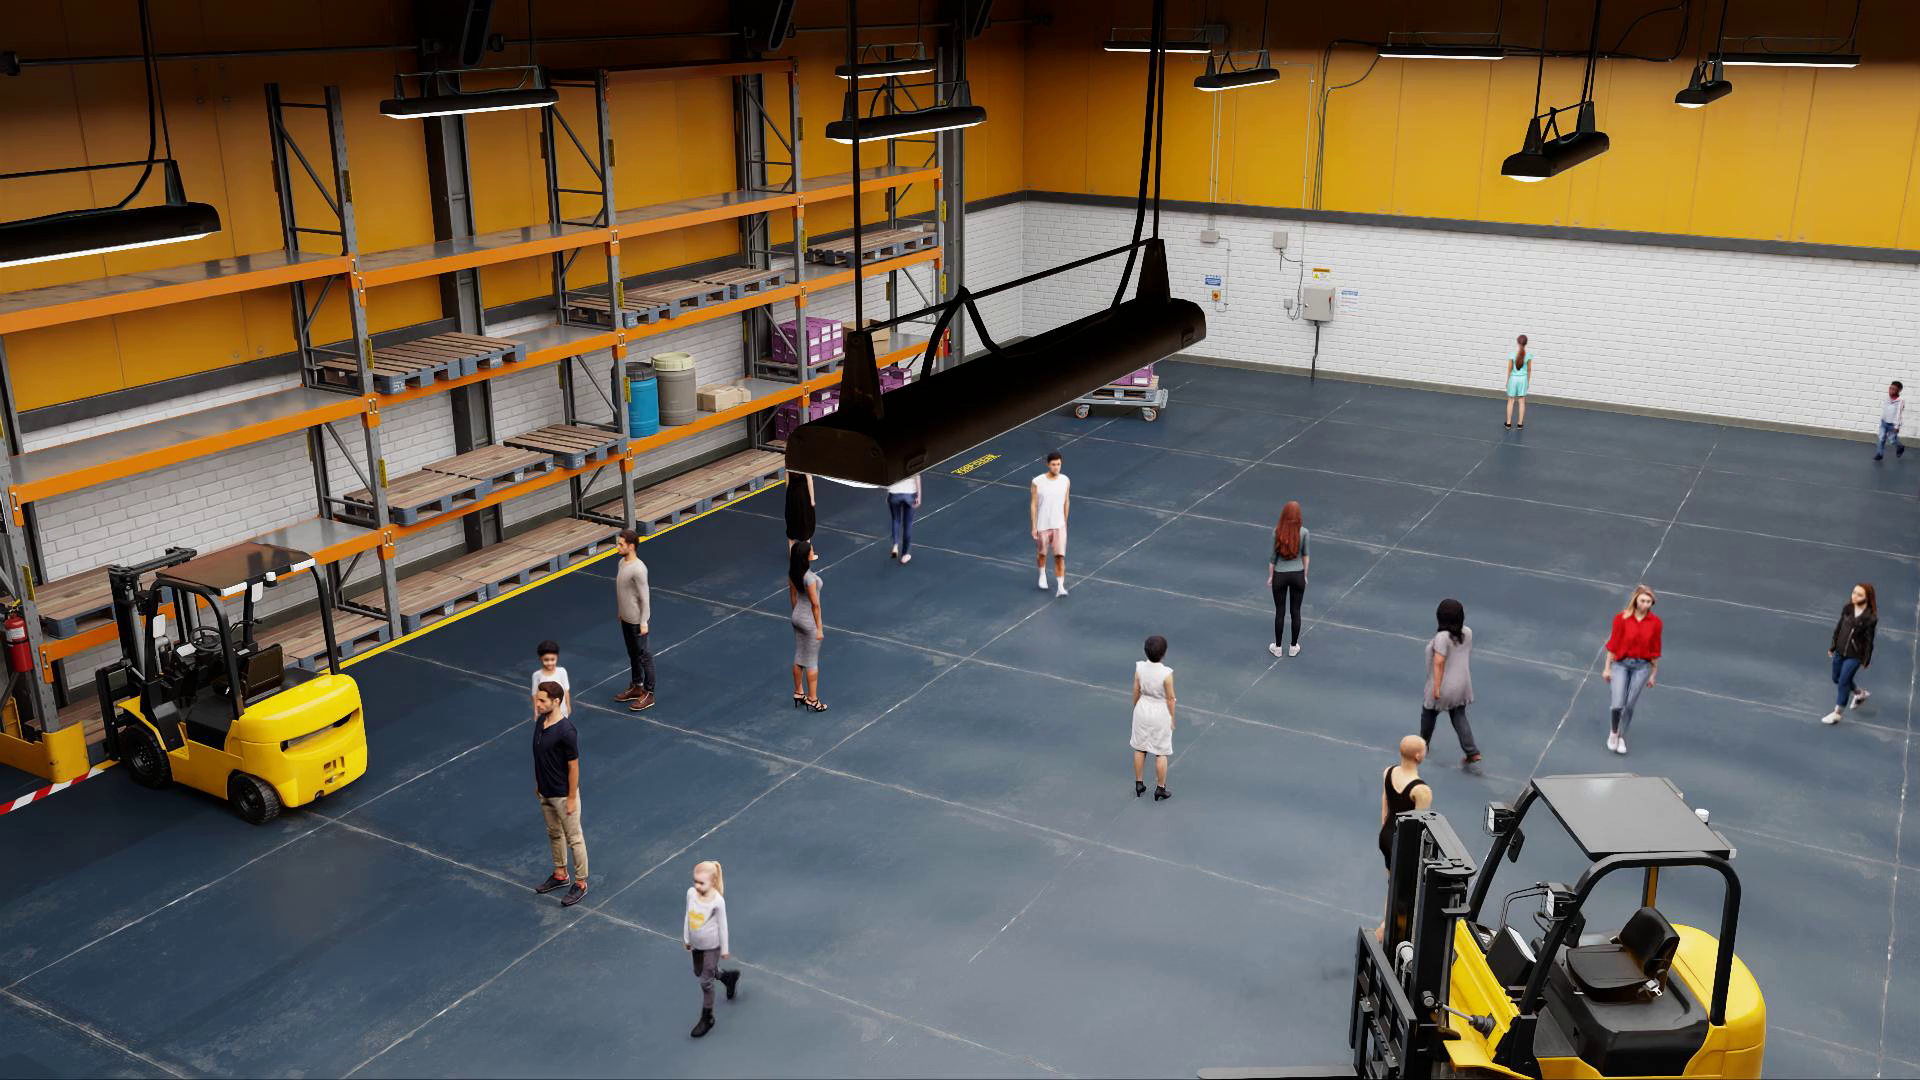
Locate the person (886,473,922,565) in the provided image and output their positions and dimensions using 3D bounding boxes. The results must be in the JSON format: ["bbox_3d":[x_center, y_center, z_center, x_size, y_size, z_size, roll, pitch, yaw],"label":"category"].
[{"bbox_3d":[-0.739,-0.512,20.771,0.701,1.728,0.769,4,19,11],"label":"person"}]

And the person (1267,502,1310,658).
[{"bbox_3d":[3.551,0.420,17.981,0.660,1.743,0.672,2,19,5],"label":"person"}]

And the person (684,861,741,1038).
[{"bbox_3d":[-1.737,2.800,11.667,0.534,1.263,0.822,12,22,33],"label":"person"}]

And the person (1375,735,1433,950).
[{"bbox_3d":[3.202,2.298,12.311,0.956,1.803,0.869,-9,21,-26],"label":"person"}]

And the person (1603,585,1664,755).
[{"bbox_3d":[6.329,1.198,15.748,0.716,1.694,0.699,3,19,9],"label":"person"}]

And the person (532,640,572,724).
[{"bbox_3d":[-3.801,1.522,15.472,0.620,1.255,0.680,-4,19,-13],"label":"person"}]

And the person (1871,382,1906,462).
[{"bbox_3d":[14.237,-1.801,25.354,0.823,1.247,0.717,-8,20,-22],"label":"person"}]

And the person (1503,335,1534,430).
[{"bbox_3d":[9.138,-2.598,27.232,0.614,1.558,0.636,4,19,12],"label":"person"}]

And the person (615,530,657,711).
[{"bbox_3d":[-3.266,0.783,16.710,0.683,1.866,0.734,-15,24,-37],"label":"person"}]

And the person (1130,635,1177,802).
[{"bbox_3d":[1.727,1.577,14.837,0.557,1.556,0.509,11,22,30],"label":"person"}]

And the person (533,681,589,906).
[{"bbox_3d":[-3.178,1.974,13.184,0.671,1.859,0.575,15,24,37],"label":"person"}]

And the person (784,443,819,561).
[{"bbox_3d":[-2.042,-0.530,20.988,0.564,1.625,0.557,11,22,30],"label":"person"}]

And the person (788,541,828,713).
[{"bbox_3d":[-1.541,0.857,16.624,0.629,1.781,0.648,-15,24,-37],"label":"person"}]

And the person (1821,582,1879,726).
[{"bbox_3d":[8.830,1.099,16.395,0.922,1.469,0.861,-5,19,-16],"label":"person"}]

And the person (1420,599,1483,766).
[{"bbox_3d":[4.606,1.349,15.473,1.067,1.583,1.008,-10,21,-28],"label":"person"}]

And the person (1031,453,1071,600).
[{"bbox_3d":[1.047,-0.194,19.818,1.044,1.733,1.197,-2,19,-5],"label":"person"}]
